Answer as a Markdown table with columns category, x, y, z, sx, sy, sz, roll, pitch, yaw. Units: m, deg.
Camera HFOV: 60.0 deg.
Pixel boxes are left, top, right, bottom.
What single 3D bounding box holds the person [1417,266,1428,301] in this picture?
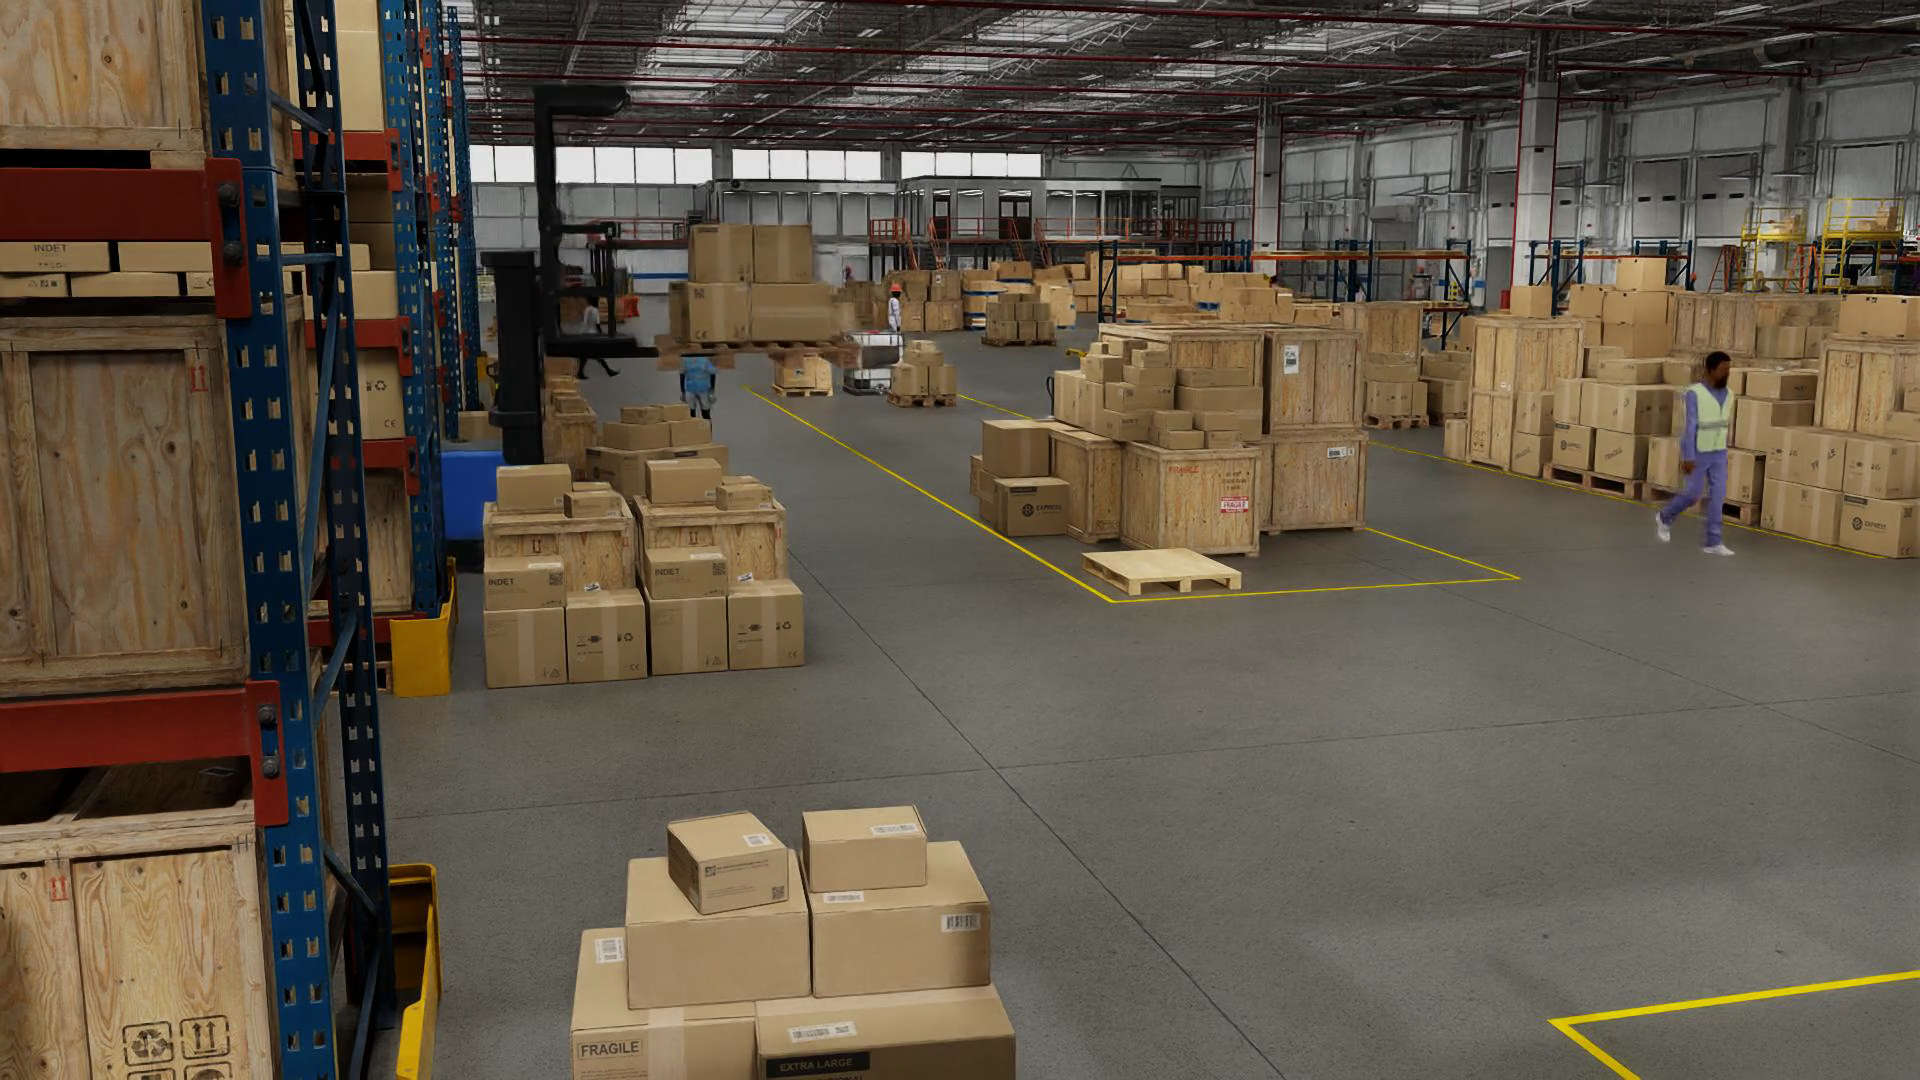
| category | x | y | z | sx | sy | sz | roll | pitch | yaw |
| --- | --- | --- | --- | --- | --- | --- | --- | --- | --- |
| person | 21.322 | -11.654 | 76.799 | 0.675 | 1.950 | 0.596 | -2 | 10 | -12 |

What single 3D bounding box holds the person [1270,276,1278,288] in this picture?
| category | x | y | z | sx | sy | sz | roll | pitch | yaw |
| --- | --- | --- | --- | --- | --- | --- | --- | --- | --- |
| person | 12.596 | -9.805 | 67.122 | 0.748 | 1.663 | 0.549 | -3 | 11 | -18 |

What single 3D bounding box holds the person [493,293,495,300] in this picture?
| category | x | y | z | sx | sy | sz | roll | pitch | yaw |
| --- | --- | --- | --- | --- | --- | --- | --- | --- | --- |
| person | -18.474 | -9.777 | 66.727 | 0.538 | 1.745 | 0.455 | 3 | 10 | 15 |

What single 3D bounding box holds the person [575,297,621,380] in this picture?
| category | x | y | z | sx | sy | sz | roll | pitch | yaw |
| --- | --- | --- | --- | --- | --- | --- | --- | --- | --- |
| person | -7.847 | -4.378 | 35.740 | 1.032 | 1.894 | 0.643 | -4 | 11 | -24 |

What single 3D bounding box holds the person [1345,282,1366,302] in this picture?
| category | x | y | z | sx | sy | sz | roll | pitch | yaw |
| --- | --- | --- | --- | --- | --- | --- | --- | --- | --- |
| person | 11.517 | -6.590 | 48.435 | 0.637 | 1.840 | 0.429 | -2 | 10 | -9 |

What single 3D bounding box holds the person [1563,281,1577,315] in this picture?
| category | x | y | z | sx | sy | sz | roll | pitch | yaw |
| --- | --- | --- | --- | --- | --- | --- | --- | --- | --- |
| person | 18.033 | -6.676 | 48.919 | 0.935 | 1.834 | 0.588 | 4 | 11 | 21 |

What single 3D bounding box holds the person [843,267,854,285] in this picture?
| category | x | y | z | sx | sy | sz | roll | pitch | yaw |
| --- | --- | --- | --- | --- | --- | --- | --- | --- | --- |
| person | -4.725 | -10.597 | 70.683 | 0.627 | 1.984 | 0.937 | 8 | 13 | 38 |

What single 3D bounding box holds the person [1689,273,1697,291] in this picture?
| category | x | y | z | sx | sy | sz | roll | pitch | yaw |
| --- | --- | --- | --- | --- | --- | --- | --- | --- | --- |
| person | 23.961 | -7.758 | 54.636 | 0.392 | 1.986 | 0.609 | 1 | 10 | 6 |

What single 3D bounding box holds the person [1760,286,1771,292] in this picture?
| category | x | y | z | sx | sy | sz | roll | pitch | yaw |
| --- | --- | --- | --- | --- | --- | --- | --- | --- | --- |
| person | 18.944 | -5.038 | 39.370 | 0.354 | 1.936 | 0.635 | 5 | 11 | 25 |

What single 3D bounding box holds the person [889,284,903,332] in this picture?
| category | x | y | z | sx | sy | sz | roll | pitch | yaw |
| --- | --- | --- | --- | --- | --- | --- | --- | --- | --- |
| person | -1.586 | -5.360 | 41.195 | 0.355 | 1.938 | 0.545 | -3 | 11 | -17 |

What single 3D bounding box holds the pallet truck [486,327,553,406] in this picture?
| category | x | y | z | sx | sy | sz | roll | pitch | yaw |
| --- | --- | --- | --- | --- | --- | --- | --- | --- | --- |
| pallet truck | -6.242 | -2.418 | 24.362 | 0.823 | 1.965 | 1.885 | 1 | 10 | 3 |

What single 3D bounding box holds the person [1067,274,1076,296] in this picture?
| category | x | y | z | sx | sy | sz | roll | pitch | yaw |
| --- | --- | --- | --- | --- | --- | --- | --- | --- | --- |
| person | 4.099 | -9.112 | 62.769 | 0.515 | 1.832 | 0.953 | -1 | 10 | -8 |

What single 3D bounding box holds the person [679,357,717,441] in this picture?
| category | x | y | z | sx | sy | sz | roll | pitch | yaw |
| --- | --- | --- | --- | --- | --- | --- | --- | --- | --- |
| person | -3.697 | -2.103 | 23.449 | 0.542 | 1.696 | 0.317 | 1 | 10 | 8 |

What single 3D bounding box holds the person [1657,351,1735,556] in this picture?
| category | x | y | z | sx | sy | sz | roll | pitch | yaw |
| --- | --- | --- | --- | --- | --- | --- | --- | --- | --- |
| person | 6.977 | -0.828 | 15.618 | 0.605 | 1.900 | 0.729 | -5 | 11 | -24 |

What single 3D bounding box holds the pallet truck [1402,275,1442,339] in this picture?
| category | x | y | z | sx | sy | sz | roll | pitch | yaw |
| --- | --- | --- | --- | --- | --- | --- | --- | --- | --- |
| pallet truck | 14.620 | -7.324 | 52.145 | 0.823 | 1.965 | 1.885 | 8 | 13 | 40 |

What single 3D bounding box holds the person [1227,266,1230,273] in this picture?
| category | x | y | z | sx | sy | sz | roll | pitch | yaw |
| --- | --- | --- | --- | --- | --- | --- | --- | --- | --- |
| person | 12.668 | -12.029 | 78.930 | 0.615 | 1.944 | 0.396 | 3 | 10 | 15 |

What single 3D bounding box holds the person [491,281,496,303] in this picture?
| category | x | y | z | sx | sy | sz | roll | pitch | yaw |
| --- | --- | --- | --- | --- | --- | --- | --- | --- | --- |
| person | -17.312 | -9.088 | 62.495 | 0.599 | 1.866 | 0.418 | -3 | 10 | -14 |

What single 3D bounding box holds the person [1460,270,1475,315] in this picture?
| category | x | y | z | sx | sy | sz | roll | pitch | yaw |
| --- | --- | --- | --- | --- | --- | --- | --- | --- | --- |
| person | 21.179 | -10.349 | 69.481 | 0.580 | 1.921 | 0.454 | 0 | 10 | 2 |

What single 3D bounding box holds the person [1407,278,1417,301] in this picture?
| category | x | y | z | sx | sy | sz | roll | pitch | yaw |
| --- | --- | --- | --- | --- | --- | --- | --- | --- | --- |
| person | 17.799 | -9.537 | 65.482 | 0.524 | 1.718 | 0.925 | -5 | 11 | -25 |

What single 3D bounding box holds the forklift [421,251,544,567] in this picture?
| category | x | y | z | sx | sy | sz | roll | pitch | yaw |
| --- | --- | --- | --- | --- | --- | --- | --- | --- | --- |
| forklift | -3.968 | -1.199 | 14.960 | 1.873 | 2.768 | 1.129 | -2 | 10 | -11 |
